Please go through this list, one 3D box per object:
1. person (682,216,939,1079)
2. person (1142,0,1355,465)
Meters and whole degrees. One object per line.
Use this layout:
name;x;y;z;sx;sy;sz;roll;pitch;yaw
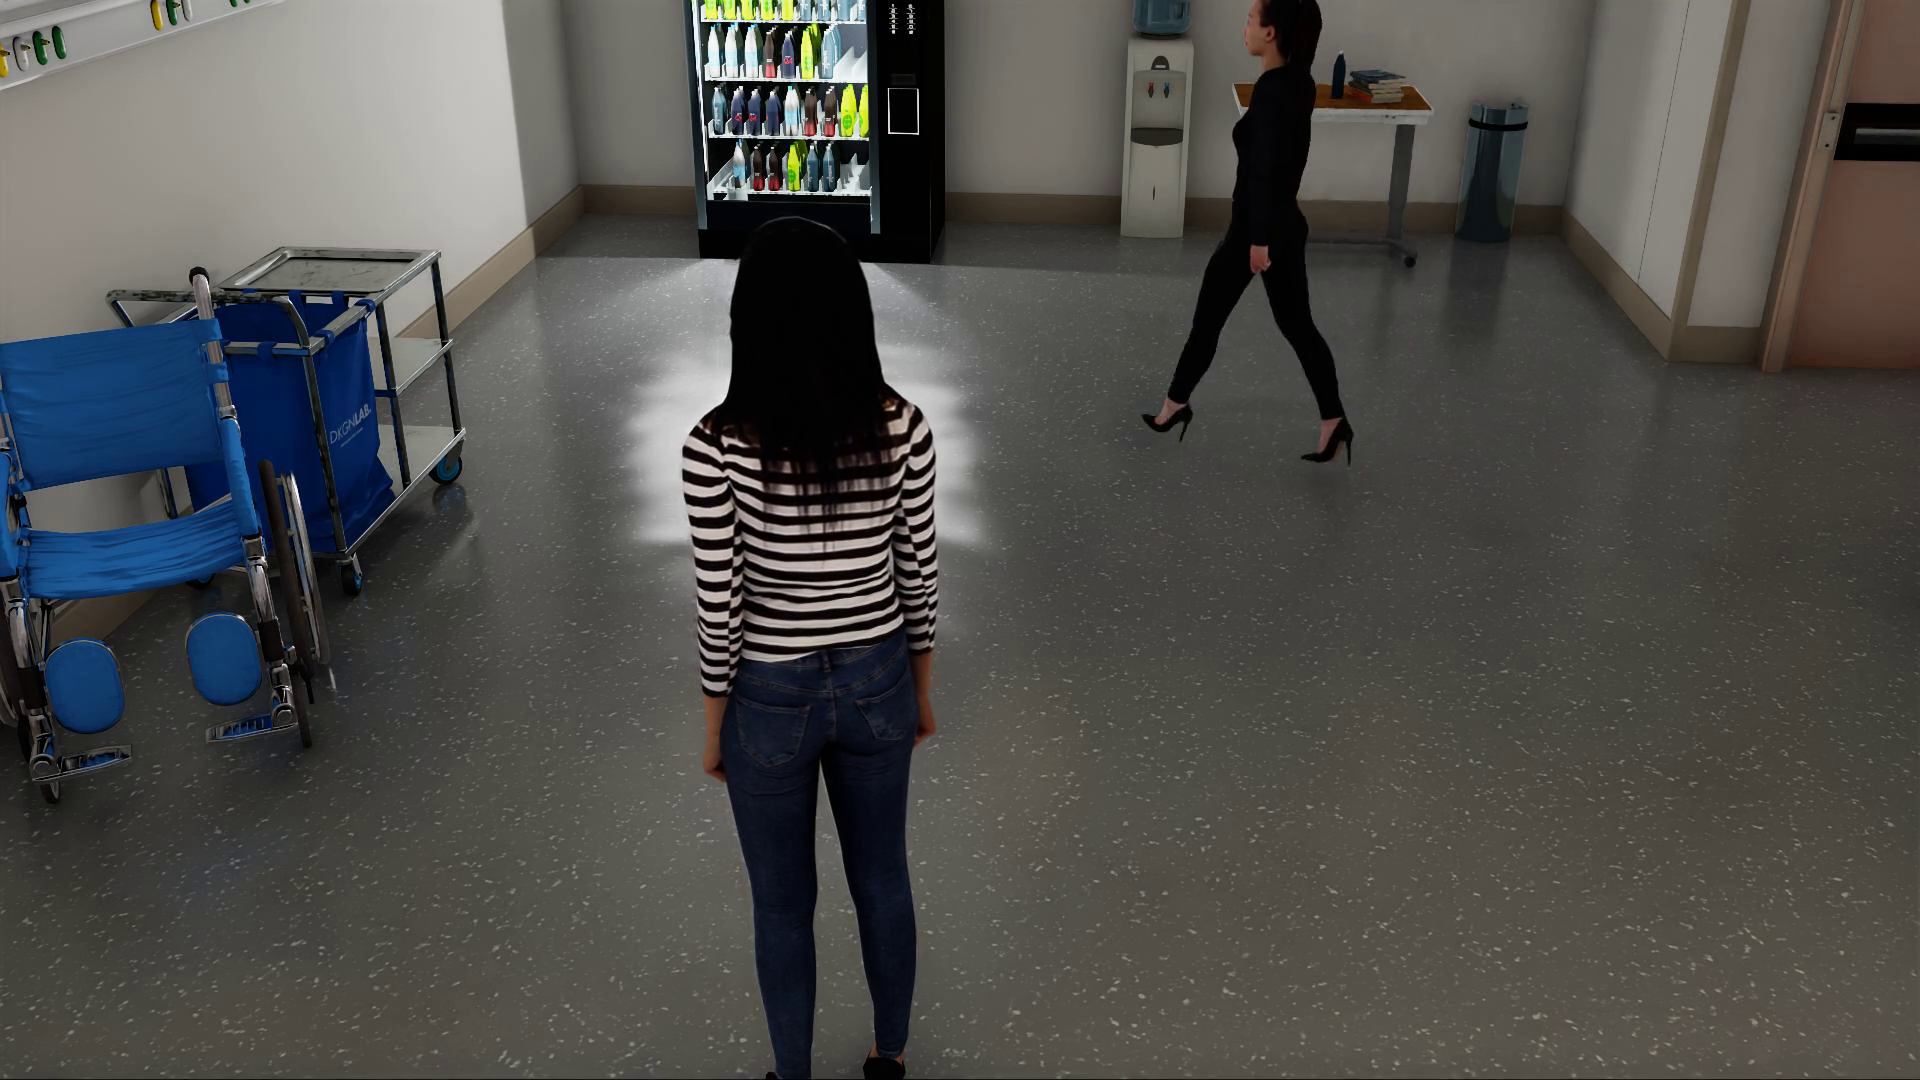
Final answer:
person;-0.248;0.316;2.936;0.555;1.797;0.699;-9;27;-18
person;1.154;-1.032;5.878;1.152;1.669;0.919;15;30;28
